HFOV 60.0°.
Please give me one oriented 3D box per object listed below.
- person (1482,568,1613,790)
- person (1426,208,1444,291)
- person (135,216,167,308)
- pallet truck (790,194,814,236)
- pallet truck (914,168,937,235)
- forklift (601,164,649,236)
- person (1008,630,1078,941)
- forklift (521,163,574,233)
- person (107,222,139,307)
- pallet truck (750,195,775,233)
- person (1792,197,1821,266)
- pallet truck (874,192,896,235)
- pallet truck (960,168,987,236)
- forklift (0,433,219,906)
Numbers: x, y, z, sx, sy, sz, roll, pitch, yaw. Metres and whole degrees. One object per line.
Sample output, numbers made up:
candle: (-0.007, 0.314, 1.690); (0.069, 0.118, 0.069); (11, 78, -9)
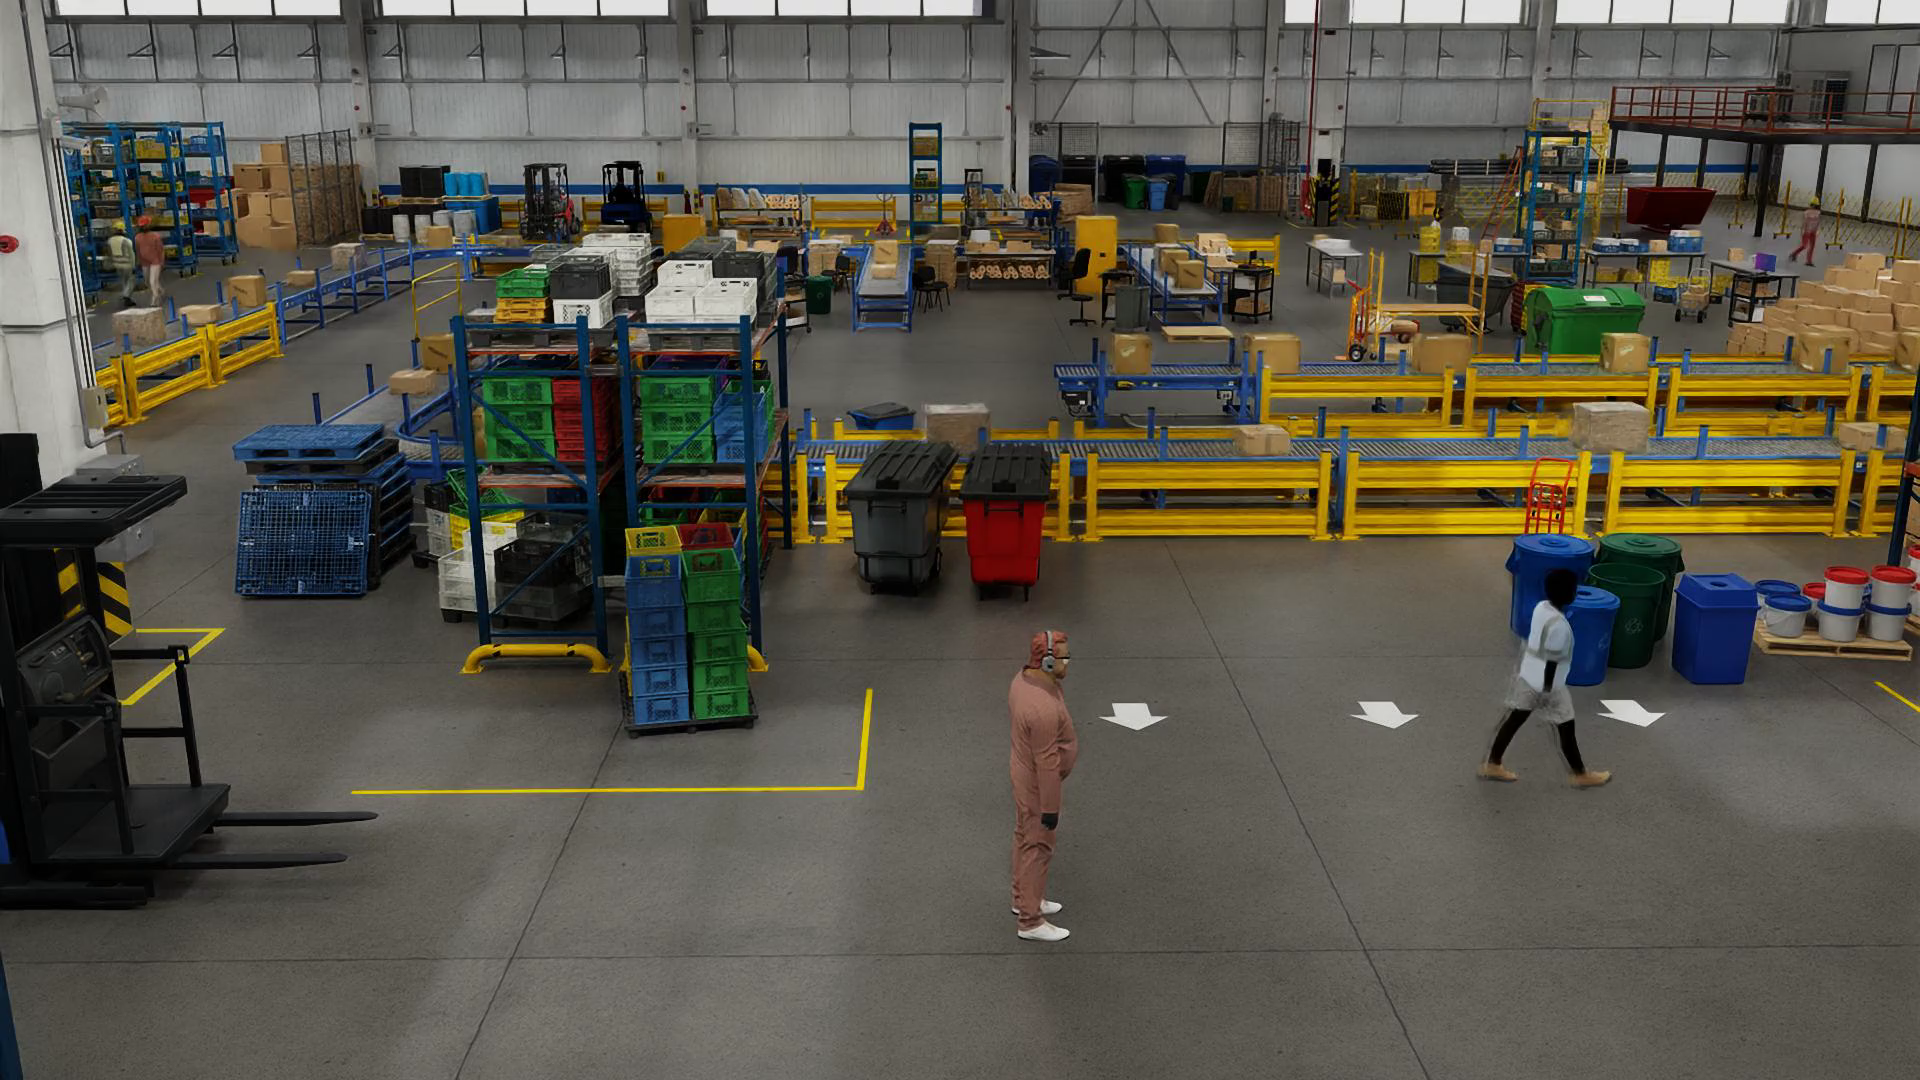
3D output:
person: (4.210, 0.986, 11.841); (0.886, 1.644, 0.538); (0, 16, -1)
person: (10.853, -6.638, 37.949); (0.328, 1.872, 0.515); (4, 17, 15)
person: (-17.010, -5.844, 35.014); (0.621, 1.973, 0.712); (3, 16, 9)
pallet truck: (-4.814, -9.883, 50.259); (0.704, 1.261, 1.522); (-1, 16, -3)
pallet truck: (-0.989, -10.316, 50.507); (0.823, 1.965, 1.885); (1, 16, 3)
forklift: (-9.948, -10.127, 49.296); (1.157, 1.987, 2.680); (-1, 16, -3)
person: (0.498, 1.437, 9.841); (0.399, 1.900, 0.636); (-3, 16, -9)
forklift: (-12.233, -10.122, 49.298); (1.157, 1.987, 2.680); (0, 16, -1)
person: (-17.738, -5.836, 35.283); (0.596, 1.804, 0.429); (3, 16, 11)
pallet truck: (-6.051, -9.967, 50.660); (0.680, 1.201, 1.601); (0, 16, -1)
person: (21.701, -7.893, 42.534); (0.527, 1.751, 0.515); (-5, 17, -18)
pallet truck: (-2.277, -9.986, 50.594); (0.653, 1.274, 1.630); (0, 16, -1)
pallet truck: (0.383, -10.230, 50.206); (0.823, 1.965, 1.885); (-1, 16, -3)
forklift: (-5.952, 0.780, 10.366); (1.873, 2.768, 1.129); (0, 16, -1)
